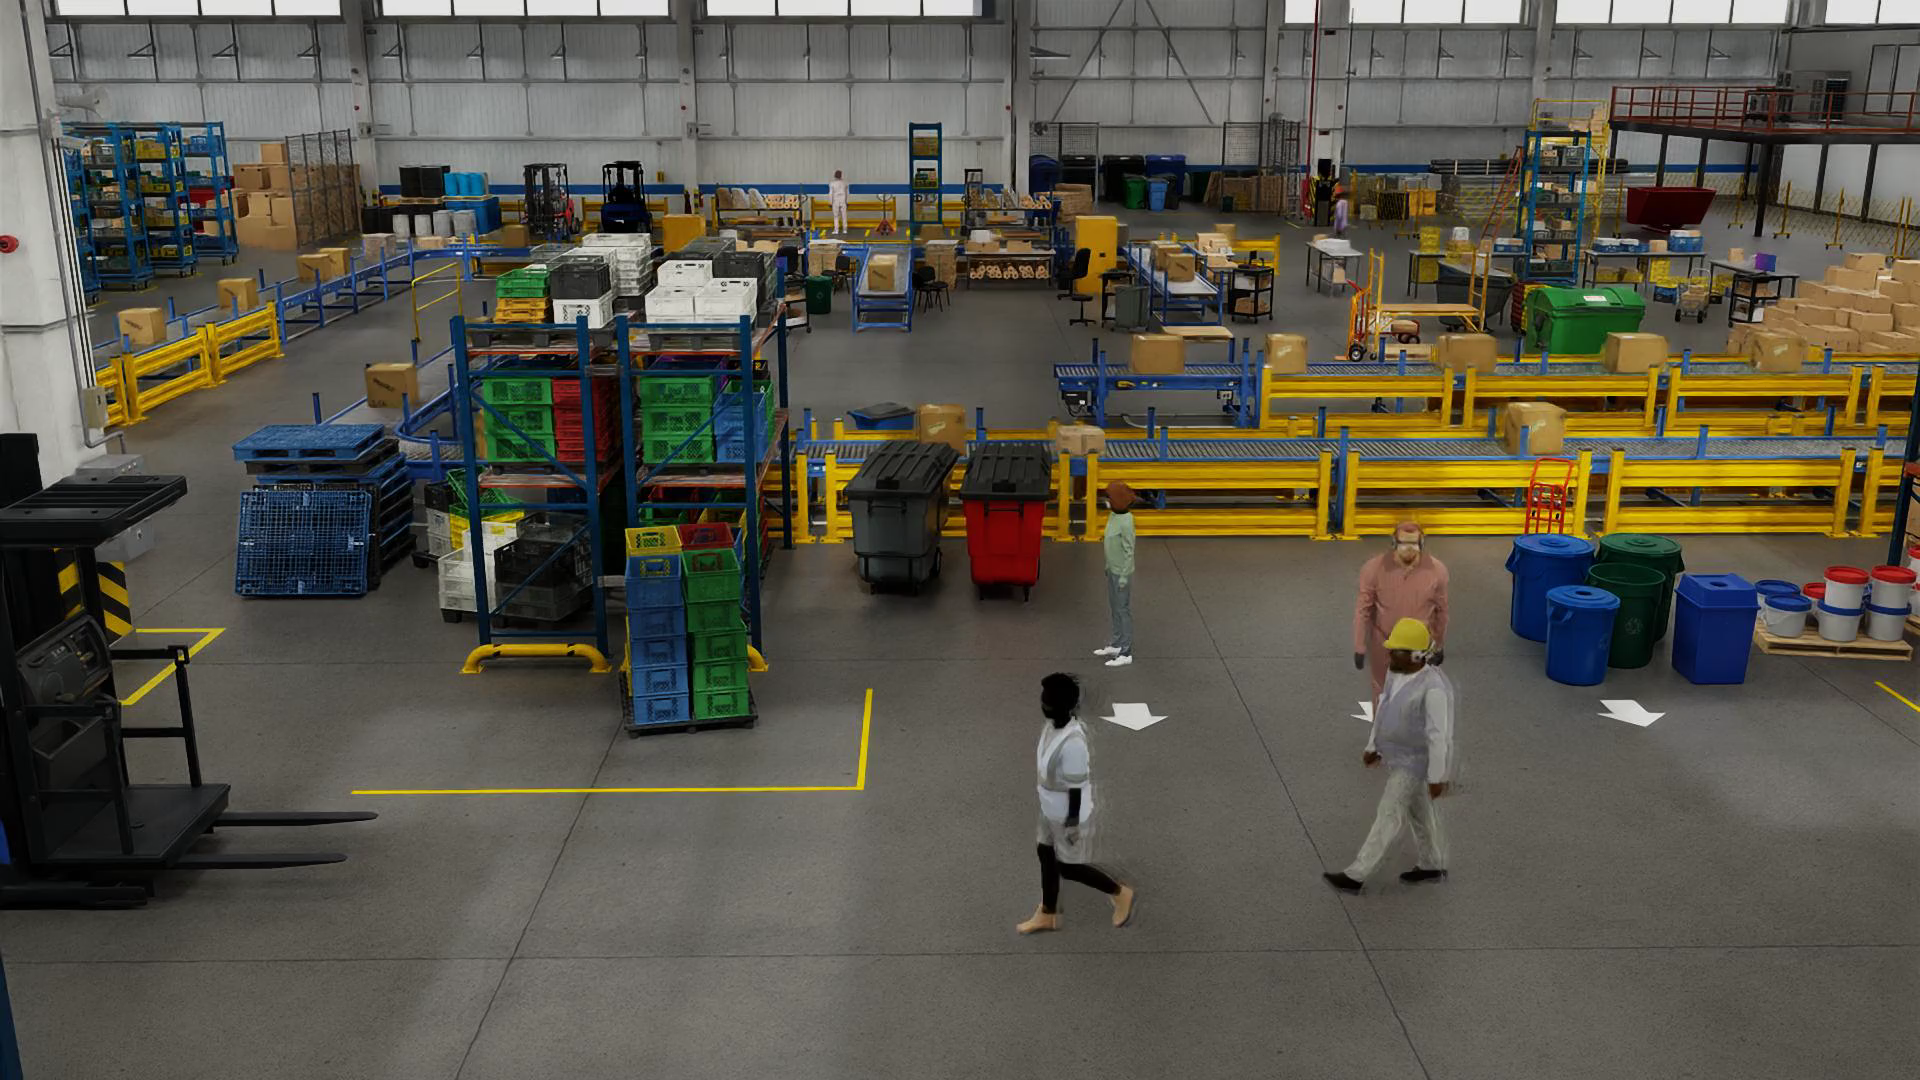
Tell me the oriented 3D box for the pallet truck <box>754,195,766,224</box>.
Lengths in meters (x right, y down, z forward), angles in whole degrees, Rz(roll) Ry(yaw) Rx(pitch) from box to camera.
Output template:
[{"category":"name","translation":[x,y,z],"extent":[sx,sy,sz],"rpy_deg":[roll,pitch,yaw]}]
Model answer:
[{"category":"pallet truck","translation":[-6.051,-9.967,50.660],"extent":[0.680,1.201,1.601],"rpy_deg":[0,16,-1]}]

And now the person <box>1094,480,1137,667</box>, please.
[{"category":"person","translation":[1.359,0.277,14.334],"extent":[0.287,1.633,0.497],"rpy_deg":[-3,16,-12]}]

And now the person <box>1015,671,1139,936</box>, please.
[{"category":"person","translation":[0.687,1.563,9.781],"extent":[0.643,1.676,0.539],"rpy_deg":[-4,16,-12]}]

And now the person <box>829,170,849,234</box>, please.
[{"category":"person","translation":[-3.669,-10.214,50.313],"extent":[0.643,1.908,0.399],"rpy_deg":[-6,17,-21]}]

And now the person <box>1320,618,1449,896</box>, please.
[{"category":"person","translation":[2.668,1.346,10.334],"extent":[0.908,1.786,0.613],"rpy_deg":[-2,16,-8]}]

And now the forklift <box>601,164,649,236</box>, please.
[{"category":"forklift","translation":[-9.948,-10.127,49.296],"extent":[1.157,1.987,2.680],"rpy_deg":[-1,16,-3]}]

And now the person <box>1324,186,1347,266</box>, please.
[{"category":"person","translation":[9.620,-8.030,42.517],"extent":[0.681,2.017,0.633],"rpy_deg":[10,19,32]}]

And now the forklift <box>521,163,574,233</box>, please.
[{"category":"forklift","translation":[-12.233,-10.122,49.298],"extent":[1.157,1.987,2.680],"rpy_deg":[0,16,-1]}]

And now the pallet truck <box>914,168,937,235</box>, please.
[{"category":"pallet truck","translation":[-0.989,-10.316,50.507],"extent":[0.823,1.965,1.885],"rpy_deg":[1,16,3]}]

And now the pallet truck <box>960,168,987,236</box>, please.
[{"category":"pallet truck","translation":[0.383,-10.230,50.206],"extent":[0.823,1.965,1.885],"rpy_deg":[-1,16,-3]}]

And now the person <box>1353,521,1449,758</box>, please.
[{"category":"person","translation":[3.210,0.795,12.115],"extent":[0.679,1.869,0.911],"rpy_deg":[3,16,10]}]

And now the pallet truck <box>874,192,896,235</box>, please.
[{"category":"pallet truck","translation":[-2.277,-9.986,50.594],"extent":[0.653,1.274,1.630],"rpy_deg":[0,16,-1]}]

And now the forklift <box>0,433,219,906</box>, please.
[{"category":"forklift","translation":[-5.952,0.780,10.366],"extent":[1.873,2.768,1.129],"rpy_deg":[0,16,-1]}]

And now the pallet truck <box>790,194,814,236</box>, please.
[{"category":"pallet truck","translation":[-4.814,-9.883,50.259],"extent":[0.704,1.261,1.522],"rpy_deg":[-1,16,-3]}]
